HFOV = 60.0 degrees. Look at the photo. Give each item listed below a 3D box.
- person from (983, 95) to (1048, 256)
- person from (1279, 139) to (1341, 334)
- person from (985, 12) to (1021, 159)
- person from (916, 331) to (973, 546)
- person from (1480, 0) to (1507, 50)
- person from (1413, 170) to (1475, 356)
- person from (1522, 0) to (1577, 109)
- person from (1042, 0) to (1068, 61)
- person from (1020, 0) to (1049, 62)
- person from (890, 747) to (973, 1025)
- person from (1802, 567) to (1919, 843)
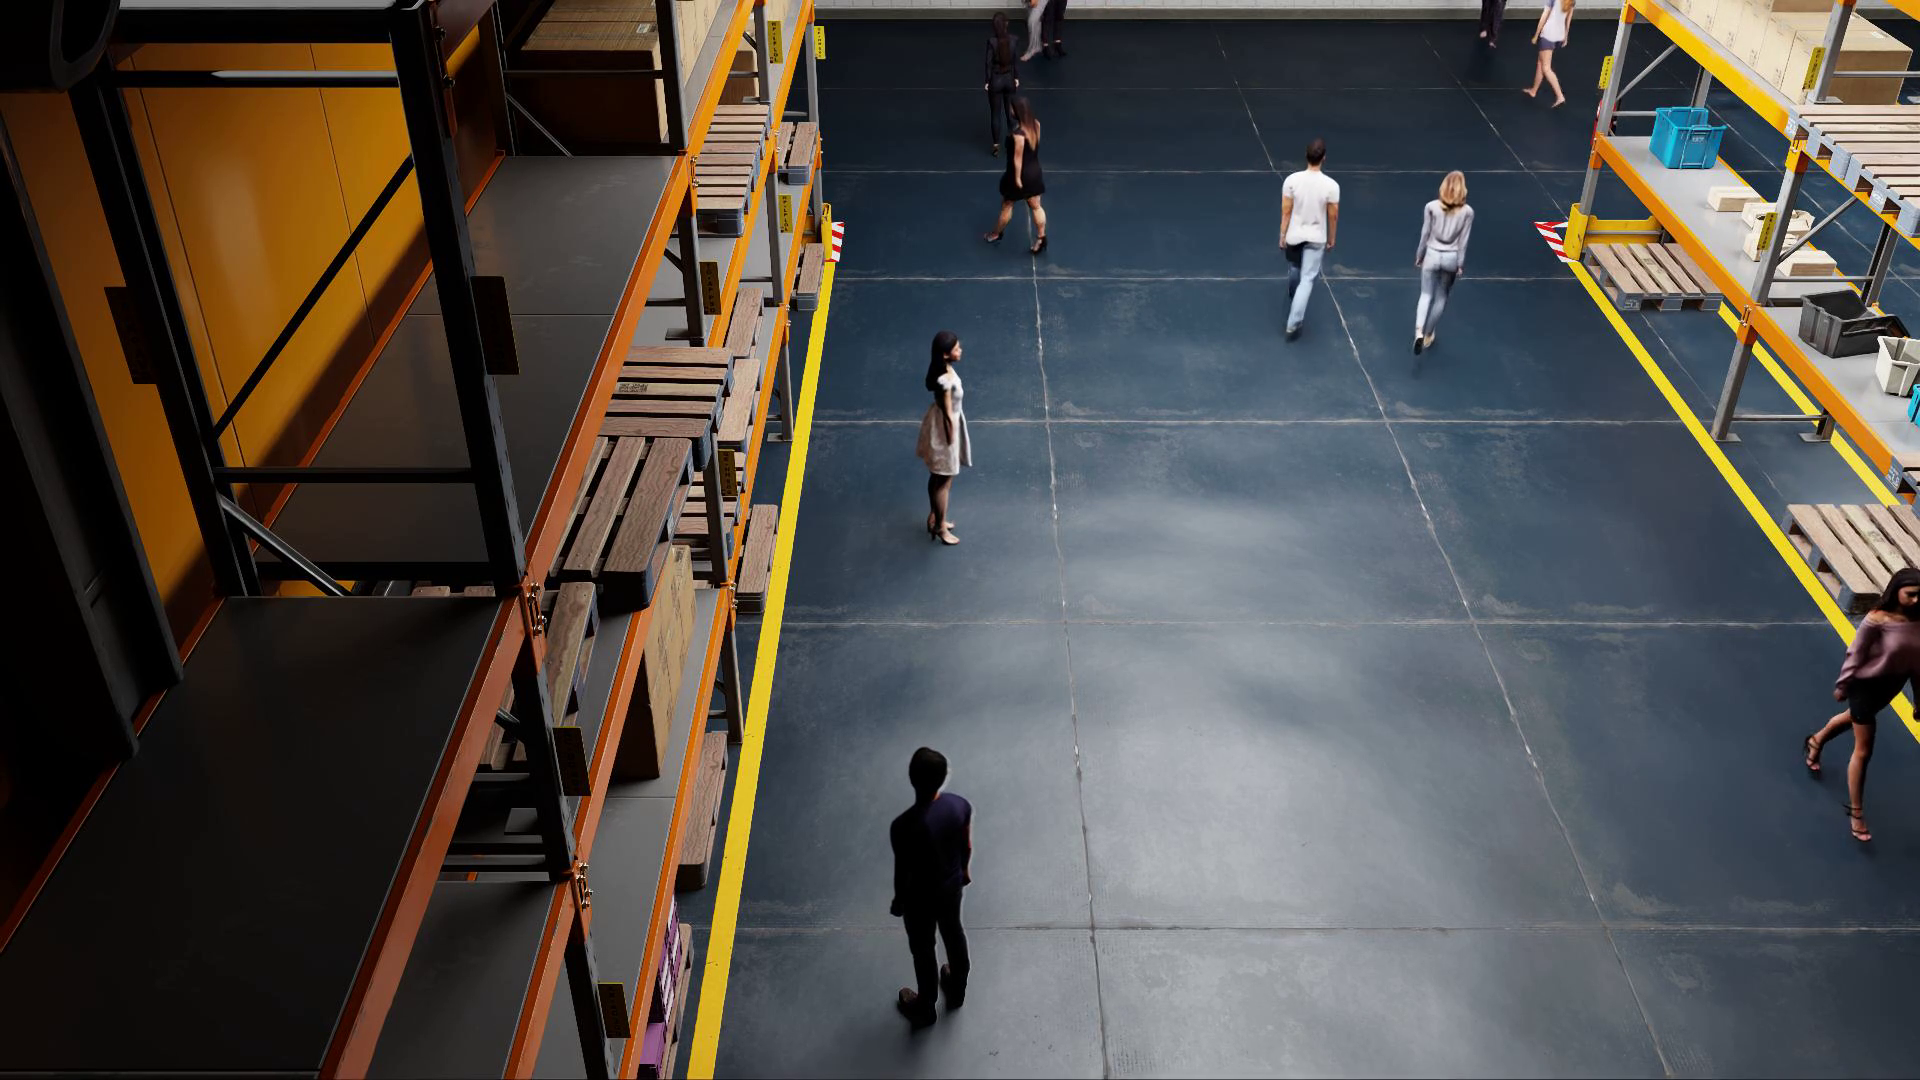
[{"bbox_3d":[0.750,-3.746,17.248,1.017,1.686,1.025,20,38,27],"label":"person"},{"bbox_3d":[3.264,-2.832,15.755,0.984,1.816,1.284,12,36,18],"label":"person"},{"bbox_3d":[0.502,-5.401,19.714,0.619,1.710,0.563,-9,35,-14],"label":"person"},{"bbox_3d":[-0.113,-0.789,12.719,0.736,1.773,0.607,-4,34,-6],"label":"person"},{"bbox_3d":[7.526,-7.873,23.343,0.890,1.811,1.273,8,35,12],"label":"person"},{"bbox_3d":[4.412,-2.516,15.311,0.847,1.781,1.068,14,36,19],"label":"person"},{"bbox_3d":[7.579,-6.350,21.157,0.939,1.694,1.153,-17,37,-24],"label":"person"},{"bbox_3d":[1.323,-7.552,22.918,0.707,1.748,0.748,-24,41,-32],"label":"person"},{"bbox_3d":[1.090,-7.441,22.767,0.954,1.729,0.875,-28,43,-35],"label":"person"},{"bbox_3d":[-0.145,1.829,8.765,0.721,1.790,0.734,-22,39,-29],"label":"person"},{"bbox_3d":[5.556,0.891,10.203,0.701,1.761,1.112,-3,34,-5],"label":"person"}]
